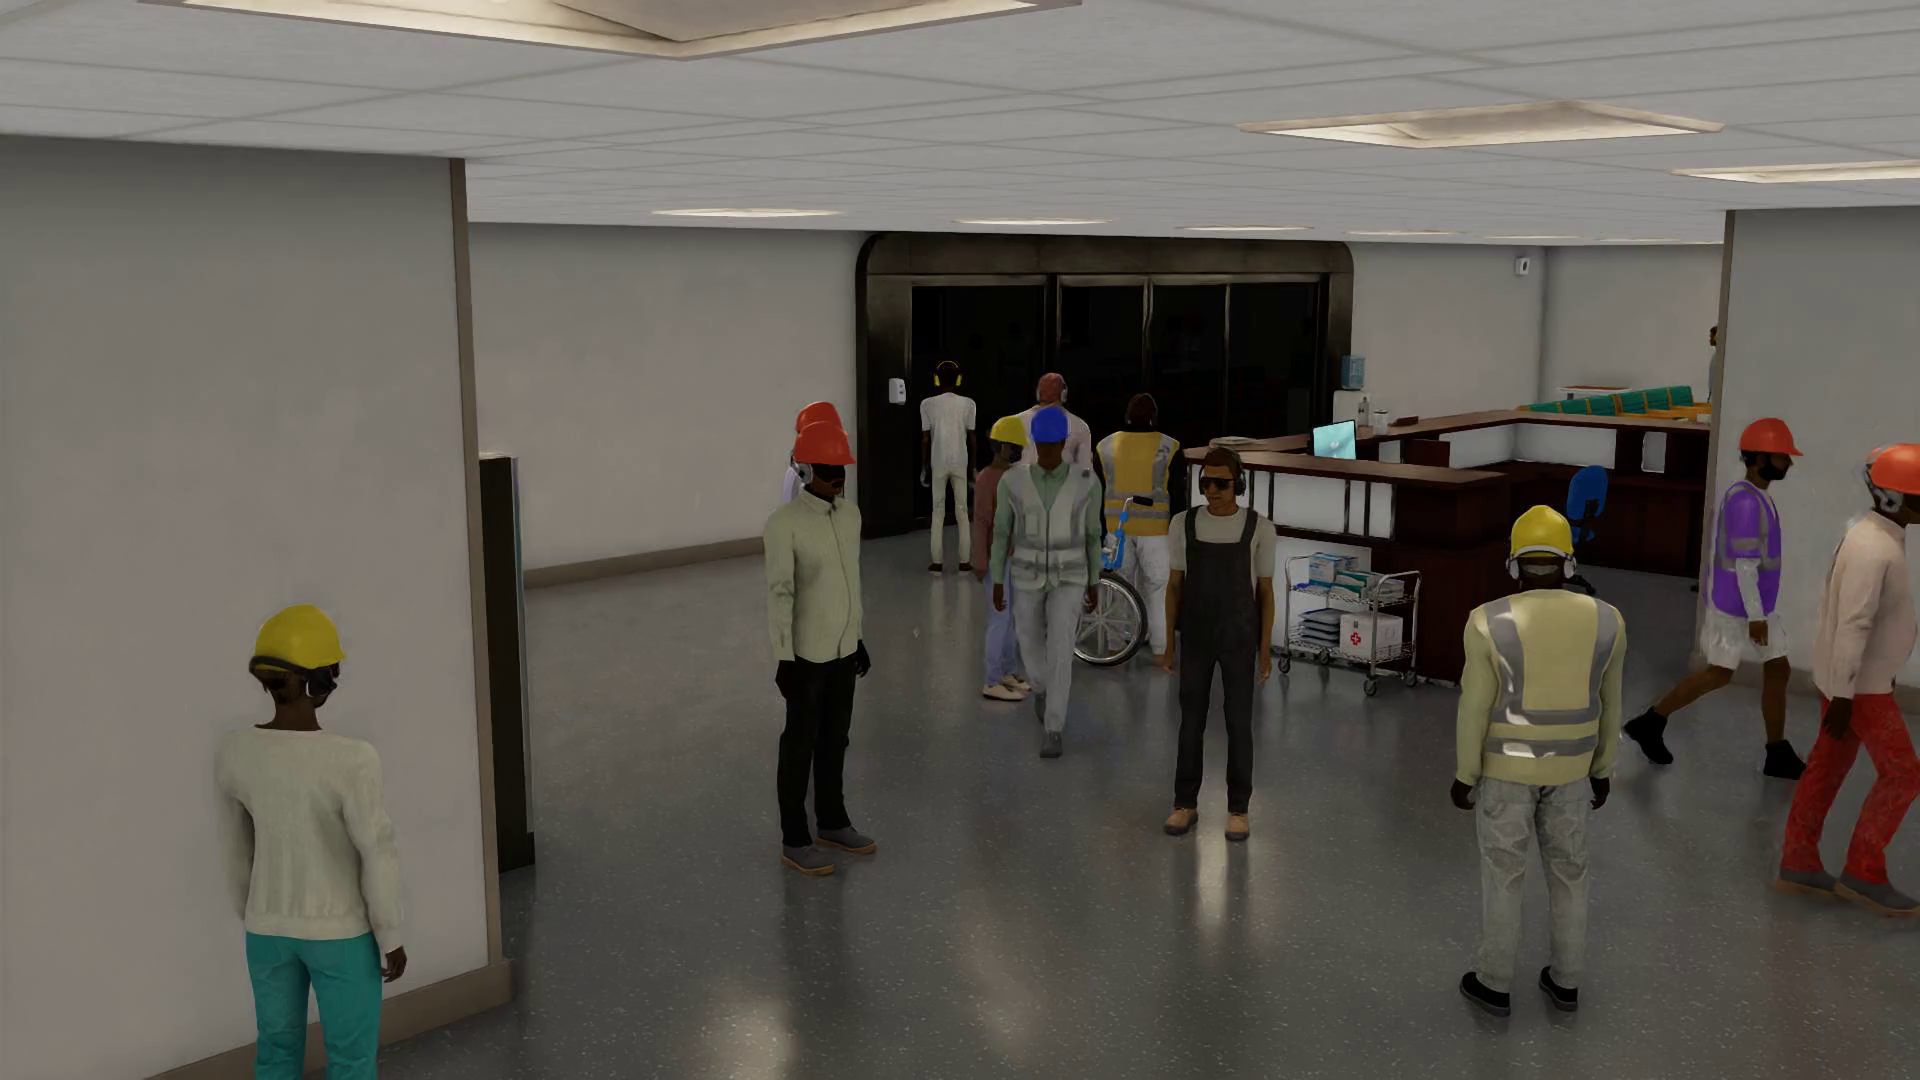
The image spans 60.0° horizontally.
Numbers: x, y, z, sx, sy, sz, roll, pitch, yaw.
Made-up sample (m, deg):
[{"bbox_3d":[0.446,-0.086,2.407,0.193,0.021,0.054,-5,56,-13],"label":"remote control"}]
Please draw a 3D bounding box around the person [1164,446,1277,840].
[{"bbox_3d":[1.205,0.479,7.758,0.508,1.844,0.332,3,10,19],"label":"person"}]

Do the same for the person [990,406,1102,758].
[{"bbox_3d":[0.488,0.188,9.352,0.624,1.916,0.919,1,9,8],"label":"person"}]

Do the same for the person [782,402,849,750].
[{"bbox_3d":[-0.797,0.195,9.266,0.390,1.927,0.550,-2,10,-15],"label":"person"}]

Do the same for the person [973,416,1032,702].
[{"bbox_3d":[0.298,0.103,10.370,0.397,1.754,0.534,5,11,28],"label":"person"}]

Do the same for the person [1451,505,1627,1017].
[{"bbox_3d":[2.038,0.787,5.926,0.599,1.828,0.404,-1,9,-6],"label":"person"}]

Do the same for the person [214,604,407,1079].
[{"bbox_3d":[-1.743,1.049,4.518,0.526,1.769,0.312,2,10,14],"label":"person"}]

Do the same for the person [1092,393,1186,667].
[{"bbox_3d":[1.202,-0.066,11.173,0.643,1.832,0.430,3,10,19],"label":"person"}]

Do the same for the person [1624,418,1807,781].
[{"bbox_3d":[4.044,0.302,8.704,0.930,1.904,0.545,7,12,37],"label":"person"}]

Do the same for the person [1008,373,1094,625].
[{"bbox_3d":[0.697,-0.303,12.400,0.686,1.888,0.530,3,10,19],"label":"person"}]

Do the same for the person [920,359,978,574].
[{"bbox_3d":[-0.096,-0.636,14.515,0.513,1.876,0.328,-1,9,-3],"label":"person"}]

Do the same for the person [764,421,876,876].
[{"bbox_3d":[-0.613,0.466,7.387,0.381,1.994,0.622,6,11,32],"label":"person"}]

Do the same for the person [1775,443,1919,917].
[{"bbox_3d":[3.754,0.573,6.815,0.689,1.956,0.756,5,11,28],"label":"person"}]
